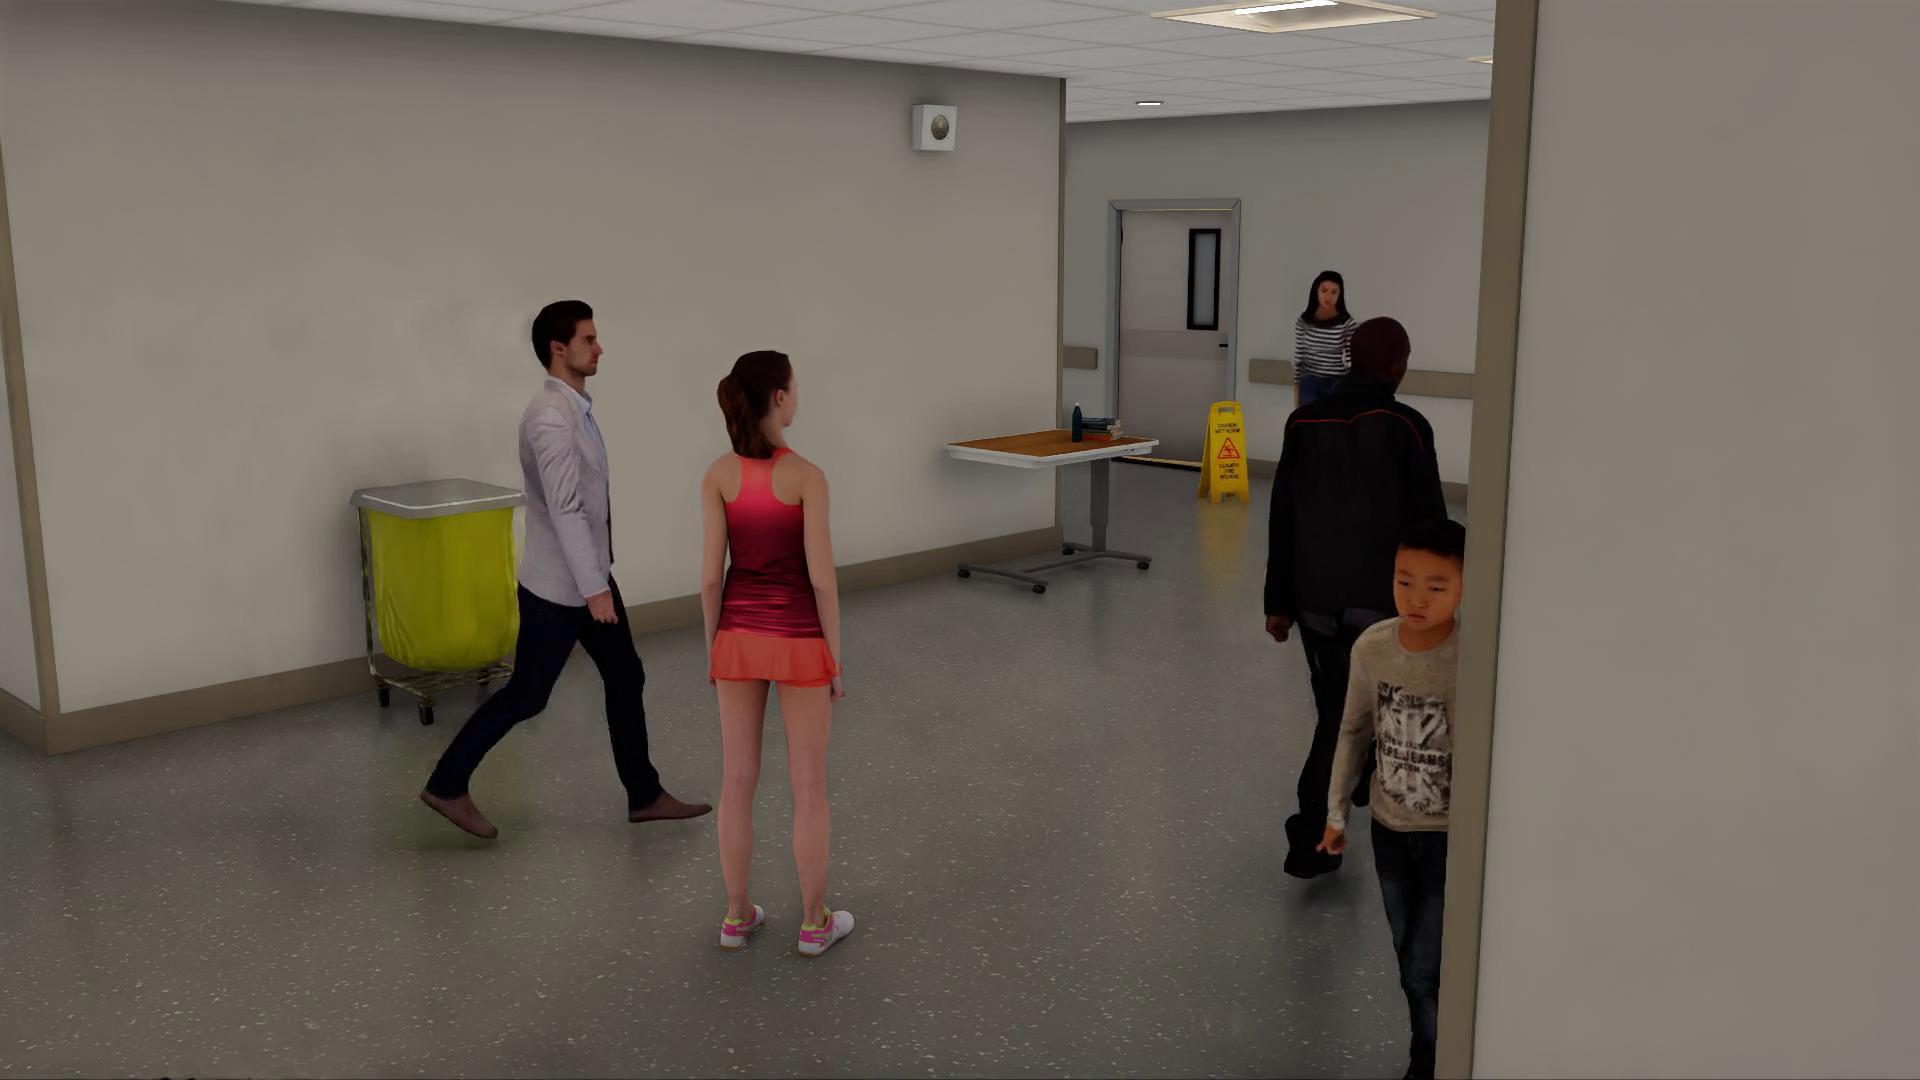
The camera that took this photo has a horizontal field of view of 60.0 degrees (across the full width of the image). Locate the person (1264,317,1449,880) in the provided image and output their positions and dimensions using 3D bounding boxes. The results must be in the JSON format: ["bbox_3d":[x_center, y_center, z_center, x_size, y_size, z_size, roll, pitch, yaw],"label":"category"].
[{"bbox_3d":[1.222,0.217,5.327,1.259,1.771,0.937,7,13,32],"label":"person"}]

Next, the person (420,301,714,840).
[{"bbox_3d":[-1.425,0.139,5.616,1.266,1.818,1.209,0,11,1],"label":"person"}]

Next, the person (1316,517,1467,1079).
[{"bbox_3d":[1.128,0.656,3.870,0.650,1.454,0.537,-10,14,-42],"label":"person"}]

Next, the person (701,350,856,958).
[{"bbox_3d":[-0.549,0.324,4.822,0.606,1.750,0.704,3,11,13],"label":"person"}]

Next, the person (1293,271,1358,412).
[{"bbox_3d":[2.525,-0.956,11.630,1.225,1.711,1.120,3,11,15],"label":"person"}]
